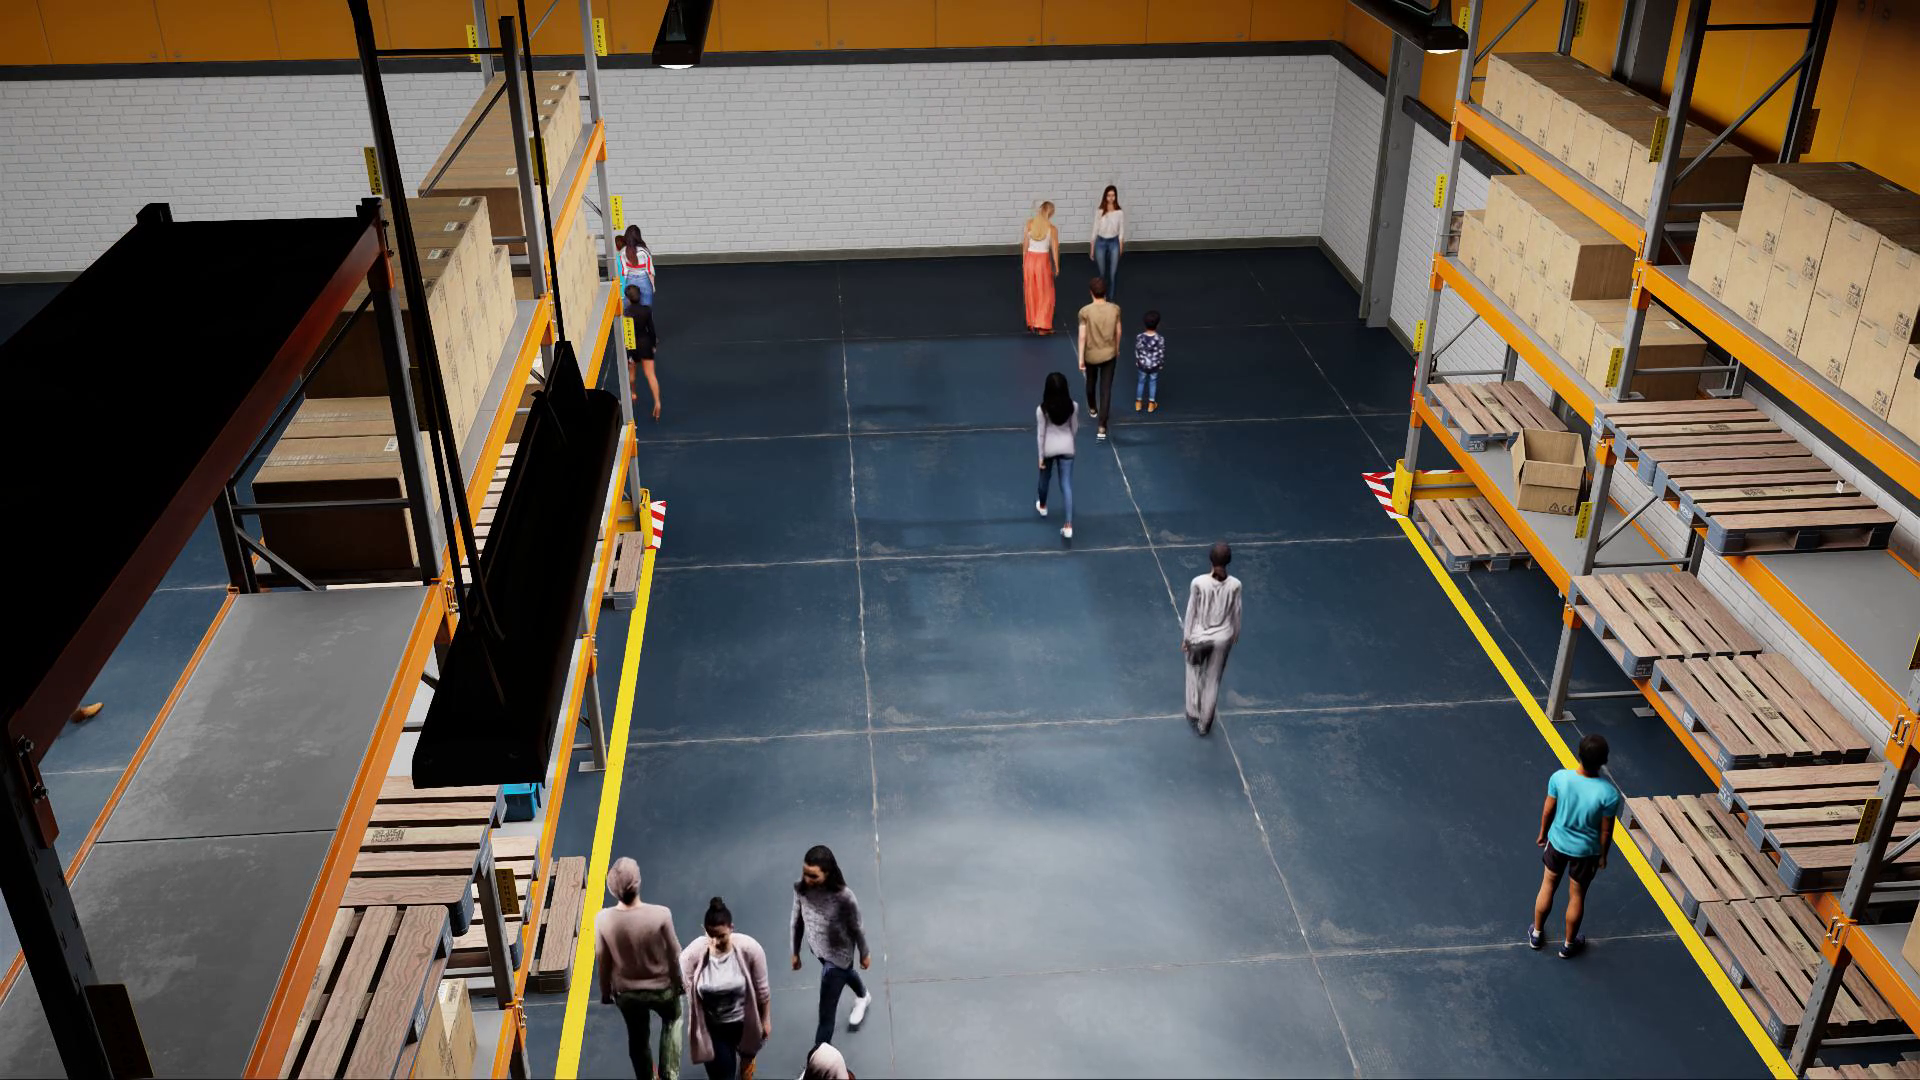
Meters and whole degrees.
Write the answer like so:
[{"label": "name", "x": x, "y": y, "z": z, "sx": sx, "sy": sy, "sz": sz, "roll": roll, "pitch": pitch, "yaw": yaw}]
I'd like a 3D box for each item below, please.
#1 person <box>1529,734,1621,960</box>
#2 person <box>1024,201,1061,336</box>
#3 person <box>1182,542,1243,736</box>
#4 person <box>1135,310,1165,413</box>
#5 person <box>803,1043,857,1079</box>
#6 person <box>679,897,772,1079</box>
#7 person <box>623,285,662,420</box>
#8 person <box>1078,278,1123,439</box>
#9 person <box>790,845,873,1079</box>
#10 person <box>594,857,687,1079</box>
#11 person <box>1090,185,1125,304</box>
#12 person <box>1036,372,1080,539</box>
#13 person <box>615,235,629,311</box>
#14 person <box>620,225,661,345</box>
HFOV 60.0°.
[{"label": "person", "x": 4.204, "y": 2.100, "z": 11.404, "sx": 0.689, "sy": 1.774, "sz": 0.718, "roll": 17, "pitch": 33, "yaw": 29}, {"label": "person", "x": 1.014, "y": -3.584, "z": 21.810, "sx": 0.803, "sy": 1.786, "sz": 0.841, "roll": 4, "pitch": 29, "yaw": 7}, {"label": "person", "x": 2.065, "y": 0.861, "z": 13.688, "sx": 0.689, "sy": 1.760, "sz": 0.691, "roll": 2, "pitch": 29, "yaw": 4}, {"label": "person", "x": 2.241, "y": -2.124, "z": 19.694, "sx": 0.551, "sy": 1.249, "sz": 0.567, "roll": 7, "pitch": 29, "yaw": 12}, {"label": "person", "x": -0.706, "y": 3.400, "z": 9.164, "sx": 0.780, "sy": 1.636, "sz": 0.674, "roll": 8, "pitch": 30, "yaw": 14}, {"label": "person", "x": -1.388, "y": 2.830, "z": 10.132, "sx": 0.670, "sy": 1.710, "sz": 1.041, "roll": -3, "pitch": 29, "yaw": -6}, {"label": "person", "x": -3.689, "y": -2.152, "z": 19.380, "sx": 0.862, "sy": 1.599, "sz": 1.110, "roll": -16, "pitch": 33, "yaw": -27}, {"label": "person", "x": 1.607, "y": -2.040, "z": 18.963, "sx": 0.777, "sy": 1.802, "sz": 1.300, "roll": 1, "pitch": 29, "yaw": 2}, {"label": "person", "x": -0.773, "y": 2.586, "z": 10.625, "sx": 1.088, "sy": 1.665, "sz": 1.290, "roll": 15, "pitch": 32, "yaw": 25}, {"label": "person", "x": -1.913, "y": 2.778, "z": 10.072, "sx": 0.677, "sy": 1.858, "sz": 0.762, "roll": -2, "pitch": 29, "yaw": -4}, {"label": "person", "x": 2.005, "y": -4.008, "z": 22.682, "sx": 0.753, "sy": 1.695, "sz": 1.089, "roll": 4, "pitch": 29, "yaw": 8}, {"label": "person", "x": 1.020, "y": -0.830, "z": 16.859, "sx": 0.652, "sy": 1.692, "sz": 1.152, "roll": -4, "pitch": 29, "yaw": -8}, {"label": "person", "x": -4.338, "y": -3.256, "z": 21.562, "sx": 0.650, "sy": 1.449, "sz": 0.584, "roll": 21, "pitch": 35, "yaw": 33}, {"label": "person", "x": -4.143, "y": -3.283, "z": 21.439, "sx": 0.619, "sy": 1.614, "sz": 0.554, "roll": 2, "pitch": 29, "yaw": 3}]
